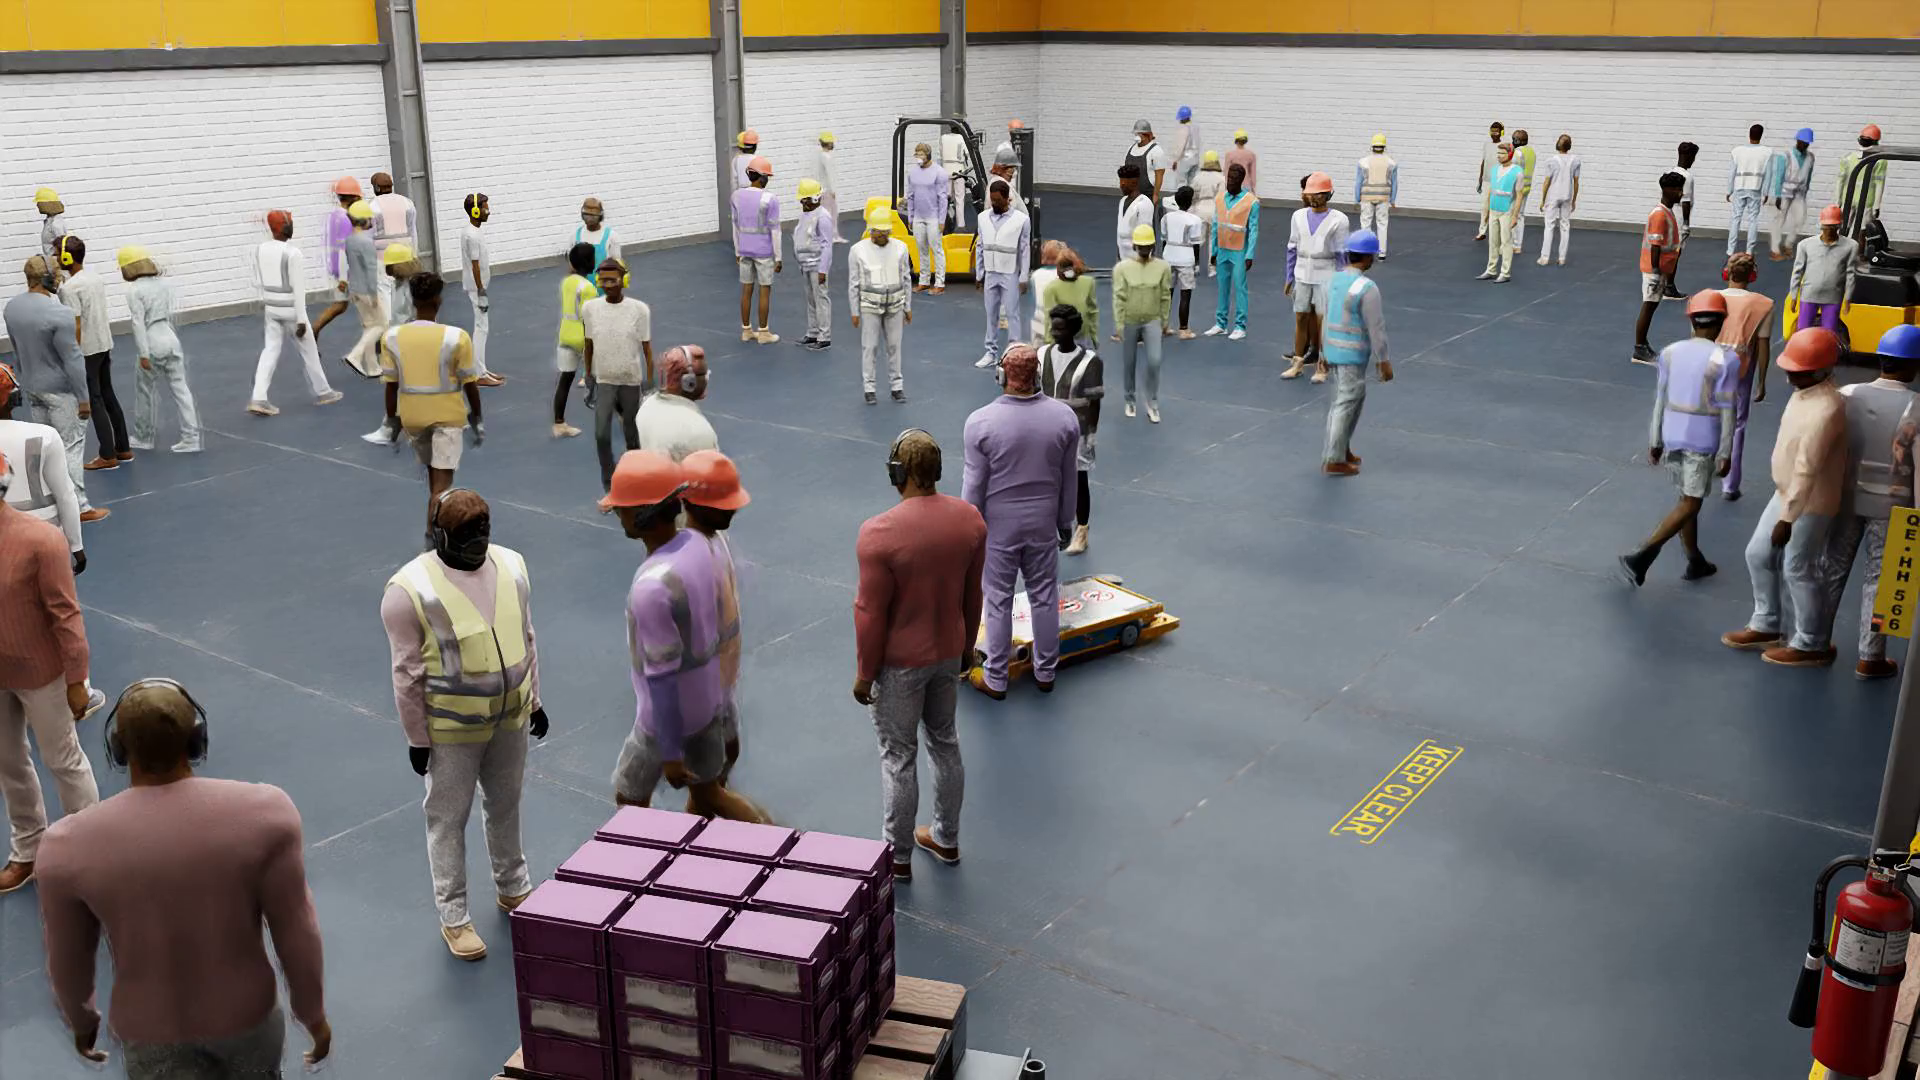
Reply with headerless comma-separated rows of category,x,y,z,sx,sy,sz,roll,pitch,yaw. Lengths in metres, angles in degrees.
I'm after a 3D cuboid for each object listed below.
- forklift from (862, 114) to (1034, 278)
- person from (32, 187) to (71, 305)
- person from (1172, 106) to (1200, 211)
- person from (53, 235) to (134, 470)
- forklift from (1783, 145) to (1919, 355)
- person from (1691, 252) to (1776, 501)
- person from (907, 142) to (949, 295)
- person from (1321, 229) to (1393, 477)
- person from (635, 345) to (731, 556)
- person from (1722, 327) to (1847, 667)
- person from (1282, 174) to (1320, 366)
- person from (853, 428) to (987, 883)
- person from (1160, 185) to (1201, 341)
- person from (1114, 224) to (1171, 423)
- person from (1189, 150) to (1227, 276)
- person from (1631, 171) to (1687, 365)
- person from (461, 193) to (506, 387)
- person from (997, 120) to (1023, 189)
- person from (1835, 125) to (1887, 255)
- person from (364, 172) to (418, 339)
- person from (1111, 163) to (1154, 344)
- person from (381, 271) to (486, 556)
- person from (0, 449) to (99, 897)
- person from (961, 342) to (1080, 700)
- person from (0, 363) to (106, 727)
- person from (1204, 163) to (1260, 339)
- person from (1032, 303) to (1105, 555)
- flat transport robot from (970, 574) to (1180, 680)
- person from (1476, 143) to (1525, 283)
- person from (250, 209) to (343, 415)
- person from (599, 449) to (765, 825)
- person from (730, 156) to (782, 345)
forklift,-0.171,-4.594,22.377,2.313,2.155,1.214,1,18,3
person,-9.604,-2.872,17.722,0.294,1.744,0.486,-13,22,-35
person,4.044,-6.714,29.487,0.386,1.904,0.645,12,21,34
person,-6.890,-1.481,13.182,0.327,1.862,0.530,0,18,1
forklift,9.803,-2.879,17.013,2.313,2.155,1.214,12,21,33
person,5.684,-1.208,12.369,0.565,1.836,0.383,14,22,37
person,-0.419,-4.114,21.317,0.632,1.930,0.375,13,22,36
person,3.113,-1.438,12.931,0.576,1.926,0.623,-5,18,-14
person,-1.413,-0.100,8.813,0.441,1.887,0.668,-11,21,-31
person,4.572,-0.218,9.081,0.583,1.950,0.650,4,18,11
person,3.584,-2.760,17.036,0.398,1.955,0.605,-1,18,-4
person,-0.170,0.486,6.927,0.637,1.929,0.379,-15,23,-38
person,2.435,-3.064,18.413,0.532,1.691,0.322,15,23,40
person,1.613,-1.906,14.697,0.523,1.744,0.662,0,18,-1
person,3.342,-4.427,22.632,0.524,1.712,0.632,9,20,25
person,7.207,-2.807,17.157,0.361,1.963,0.613,9,20,26
person,-4.650,-2.419,16.122,0.321,1.861,0.514,-5,18,-16
person,0.829,-5.469,25.574,0.544,1.922,0.431,-9,20,-26
person,12.220,-4.592,22.616,0.397,2.043,0.609,-15,23,-38
person,-6.301,-3.136,18.407,0.633,1.837,0.429,-16,24,-41
person,1.873,-3.120,18.170,0.387,1.952,0.610,-8,19,-22
person,-3.485,-0.807,10.987,0.620,1.923,0.995,1,18,4
person,-3.807,0.528,6.694,0.629,1.988,0.414,3,18,11
person,0.298,-0.093,8.764,0.651,1.906,0.409,-6,19,-19
person,-4.735,0.033,8.409,0.573,1.883,0.356,-5,18,-14
person,3.039,-3.206,18.478,0.390,1.922,0.591,-16,24,-41
person,0.699,-0.743,11.137,0.540,1.695,0.317,11,21,31
flat transport robot,0.529,0.486,9.597,1.431,0.197,0.652,-13,22,-35
person,7.267,-4.373,22.248,0.373,1.843,0.570,-8,20,-25
person,-6.127,-2.059,15.045,0.586,1.839,1.010,7,19,22
person,-1.022,0.627,6.346,0.939,2.008,0.597,4,18,14
person,-2.185,-3.138,18.104,0.615,2.028,0.409,9,20,27
